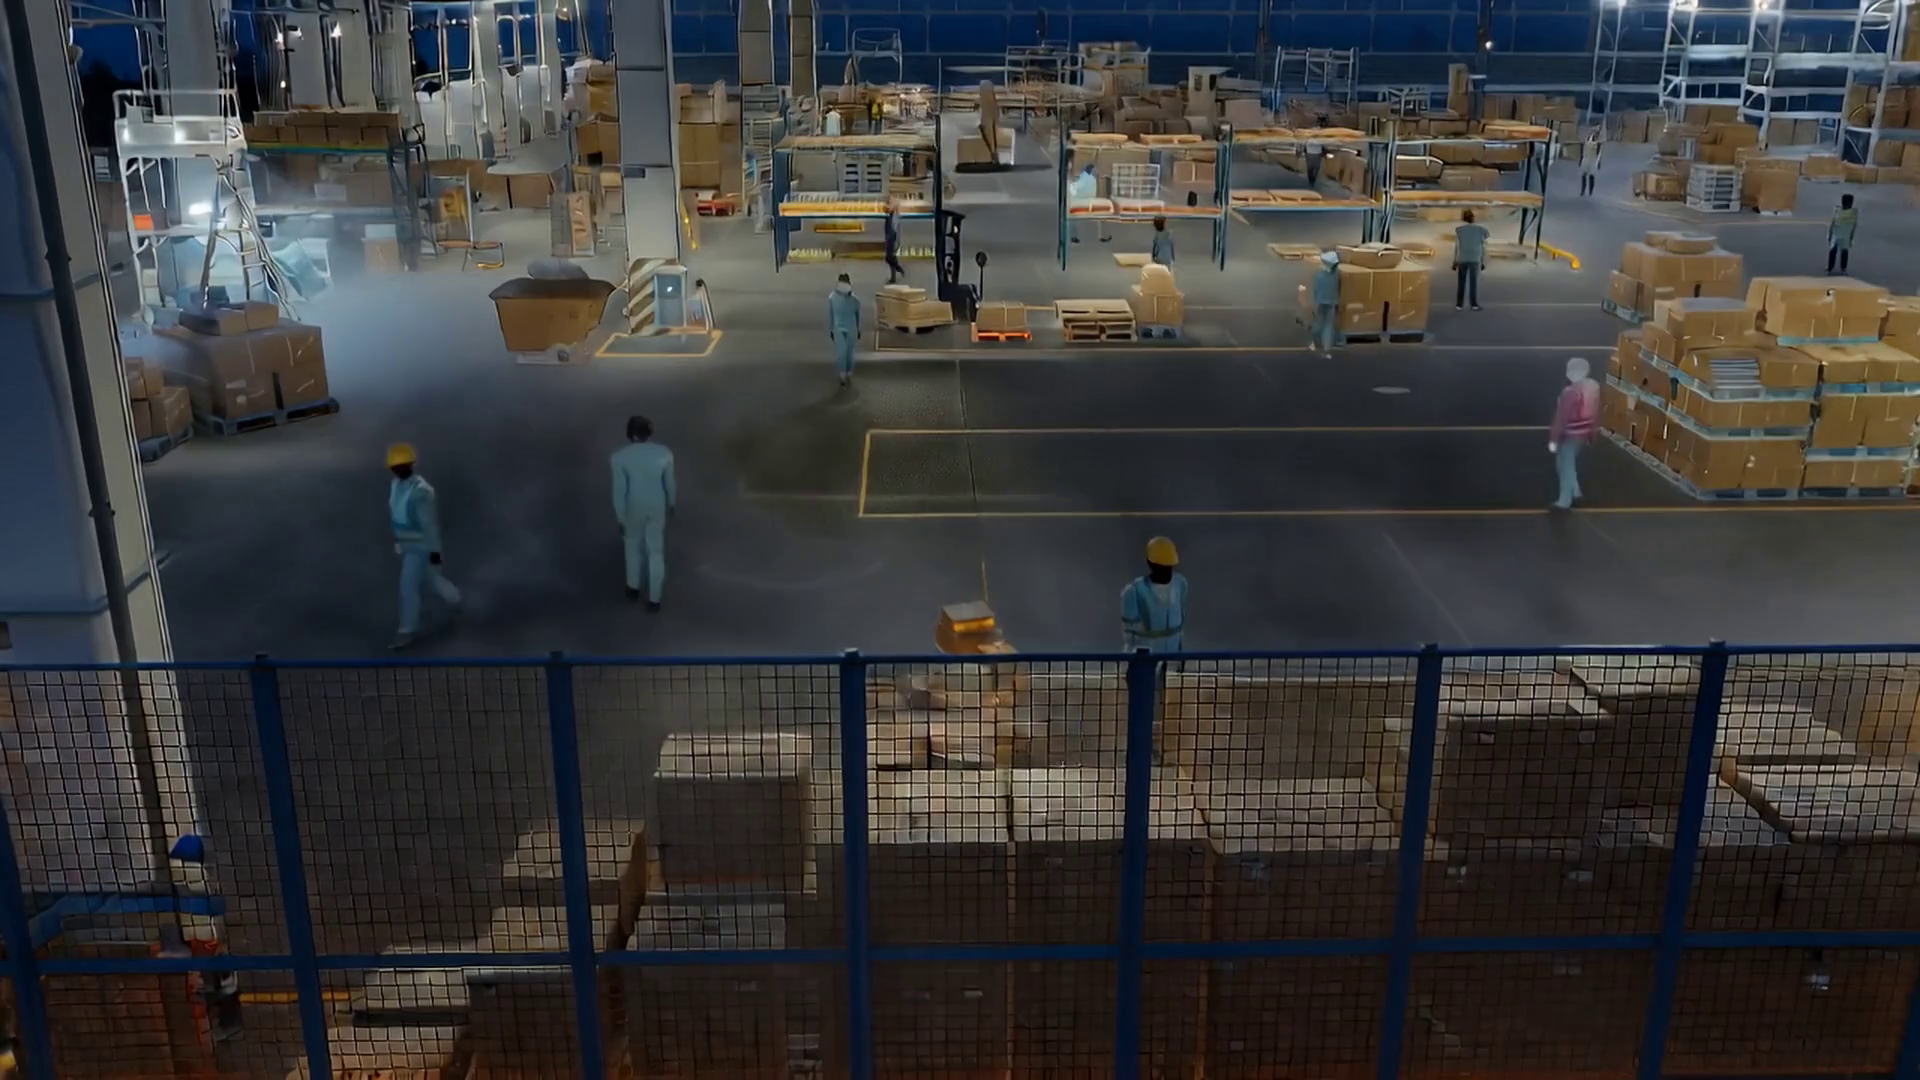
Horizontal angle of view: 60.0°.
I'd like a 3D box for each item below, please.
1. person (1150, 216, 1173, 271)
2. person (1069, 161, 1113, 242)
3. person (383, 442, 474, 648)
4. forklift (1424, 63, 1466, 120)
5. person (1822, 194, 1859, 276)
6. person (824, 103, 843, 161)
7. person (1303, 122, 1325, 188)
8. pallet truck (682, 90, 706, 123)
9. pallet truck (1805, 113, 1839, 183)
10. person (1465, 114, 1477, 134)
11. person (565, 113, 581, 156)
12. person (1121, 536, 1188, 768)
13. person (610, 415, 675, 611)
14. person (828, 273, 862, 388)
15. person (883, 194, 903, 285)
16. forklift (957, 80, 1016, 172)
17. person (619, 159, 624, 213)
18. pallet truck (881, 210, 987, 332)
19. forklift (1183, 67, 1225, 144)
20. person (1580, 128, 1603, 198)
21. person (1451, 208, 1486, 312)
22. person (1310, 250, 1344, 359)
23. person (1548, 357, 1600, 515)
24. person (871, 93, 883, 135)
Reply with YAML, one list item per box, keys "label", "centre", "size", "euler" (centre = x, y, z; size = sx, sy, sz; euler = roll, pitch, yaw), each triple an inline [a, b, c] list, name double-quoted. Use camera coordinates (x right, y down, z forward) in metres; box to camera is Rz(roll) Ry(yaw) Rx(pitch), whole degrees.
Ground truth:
- label: "person"
  centre: [3.821, -5.304, 31.473]
  size: [0.597, 1.672, 0.332]
  euler: [-16, 25, -40]
- label: "person"
  centre: [3.038, -7.861, 38.734]
  size: [1.037, 1.881, 0.653]
  euler: [7, 20, 19]
- label: "person"
  centre: [-4.988, -0.015, 15.434]
  size: [0.939, 1.914, 0.635]
  euler: [-18, 25, -42]
- label: "forklift"
  centre: [18.945, -16.852, 63.864]
  size: [1.873, 2.768, 1.129]
  euler: [-3, 19, -10]
- label: "person"
  centre: [18.276, -6.326, 34.469]
  size: [0.319, 1.692, 0.533]
  euler: [-14, 23, -35]
- label: "person"
  centre: [-4.277, -13.789, 56.253]
  size: [0.635, 1.925, 0.430]
  euler: [-1, 19, -3]
- label: "person"
  centre: [10.439, -11.308, 48.938]
  size: [0.627, 1.884, 0.869]
  euler: [0, 19, 1]
- label: "pallet truck"
  centre: [-9.671, -15.907, 62.421]
  size: [0.823, 1.965, 1.885]
  euler: [5, 19, 15]
- label: "pallet truck"
  centre: [26.403, -11.957, 50.702]
  size: [0.823, 1.965, 1.885]
  euler: [6, 19, 16]
- label: "person"
  centre: [15.643, -12.158, 51.392]
  size: [0.548, 1.936, 0.378]
  euler: [-2, 19, -5]
- label: "person"
  centre: [-13.469, -14.204, 57.933]
  size: [0.543, 1.623, 0.379]
  euler: [-2, 19, -6]
- label: "person"
  centre: [1.498, 0.881, 12.725]
  size: [0.585, 1.928, 0.369]
  euler: [-11, 21, -29]
- label: "person"
  centre: [-3.113, -0.307, 16.279]
  size: [0.647, 1.902, 0.882]
  euler: [-9, 20, -24]
- label: "person"
  centre: [-1.745, -3.231, 25.275]
  size: [0.494, 1.705, 0.875]
  euler: [-2, 19, -5]
- label: "person"
  centre: [-1.393, -6.022, 33.354]
  size: [0.412, 1.826, 0.535]
  euler: [-9, 21, -25]
- label: "forklift"
  centre: [0.848, -13.256, 53.197]
  size: [1.873, 2.768, 1.129]
  euler: [-1, 19, -2]
- label: "person"
  centre: [-8.493, -9.216, 42.733]
  size: [0.542, 1.899, 0.977]
  euler: [-12, 22, -33]
- label: "pallet truck"
  centre: [-0.493, -4.759, 29.349]
  size: [1.885, 1.965, 0.823]
  euler: [-13, 23, -34]
- label: "forklift"
  centre: [8.780, -15.999, 61.334]
  size: [1.873, 2.768, 1.129]
  euler: [-13, 22, -33]
- label: "person"
  centre: [17.833, -10.656, 46.978]
  size: [0.612, 1.920, 1.033]
  euler: [10, 21, 28]
- label: "person"
  centre: [9.432, -5.159, 30.714]
  size: [0.733, 1.894, 0.366]
  euler: [8, 20, 22]
- label: "person"
  centre: [5.941, -3.829, 26.956]
  size: [0.542, 1.750, 0.482]
  euler: [-4, 19, -12]
- label: "person"
  centre: [6.977, -1.184, 19.001]
  size: [0.657, 1.828, 0.455]
  euler: [-15, 24, -38]
- label: "person"
  centre: [-3.070, -15.688, 61.943]
  size: [0.355, 1.887, 0.573]
  euler: [-17, 25, -40]
